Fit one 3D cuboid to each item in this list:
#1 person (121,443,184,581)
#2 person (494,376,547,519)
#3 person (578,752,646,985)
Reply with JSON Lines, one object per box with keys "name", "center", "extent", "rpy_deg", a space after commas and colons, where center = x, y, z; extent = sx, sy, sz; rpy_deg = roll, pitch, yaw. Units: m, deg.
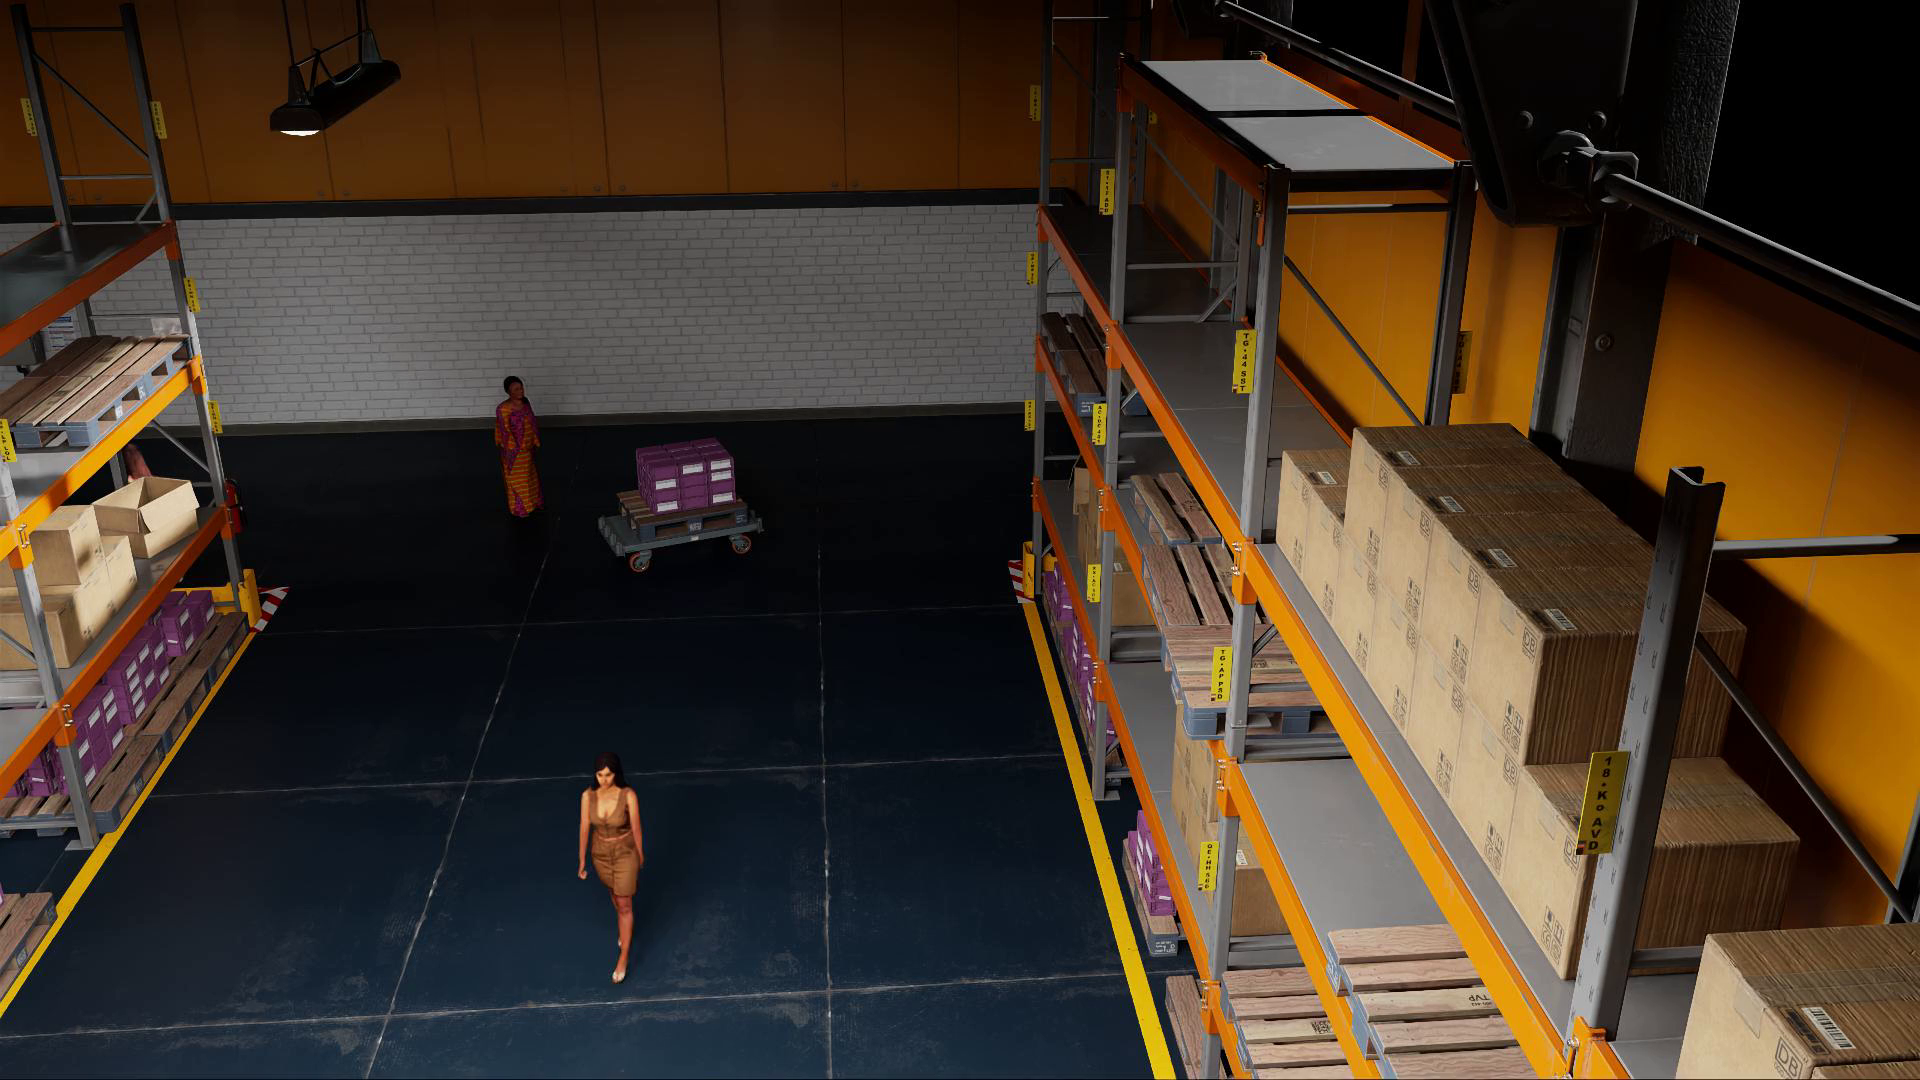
{"name": "person", "center": [-8.511, -0.277, 17.478], "extent": [0.814, 1.535, 0.965], "rpy_deg": [5, 24, 11]}
{"name": "person", "center": [-5.071, -1.108, 19.191], "extent": [0.832, 1.686, 0.754], "rpy_deg": [12, 26, 25]}
{"name": "person", "center": [-2.401, 2.183, 11.690], "extent": [0.708, 1.664, 0.947], "rpy_deg": [4, 24, 10]}
